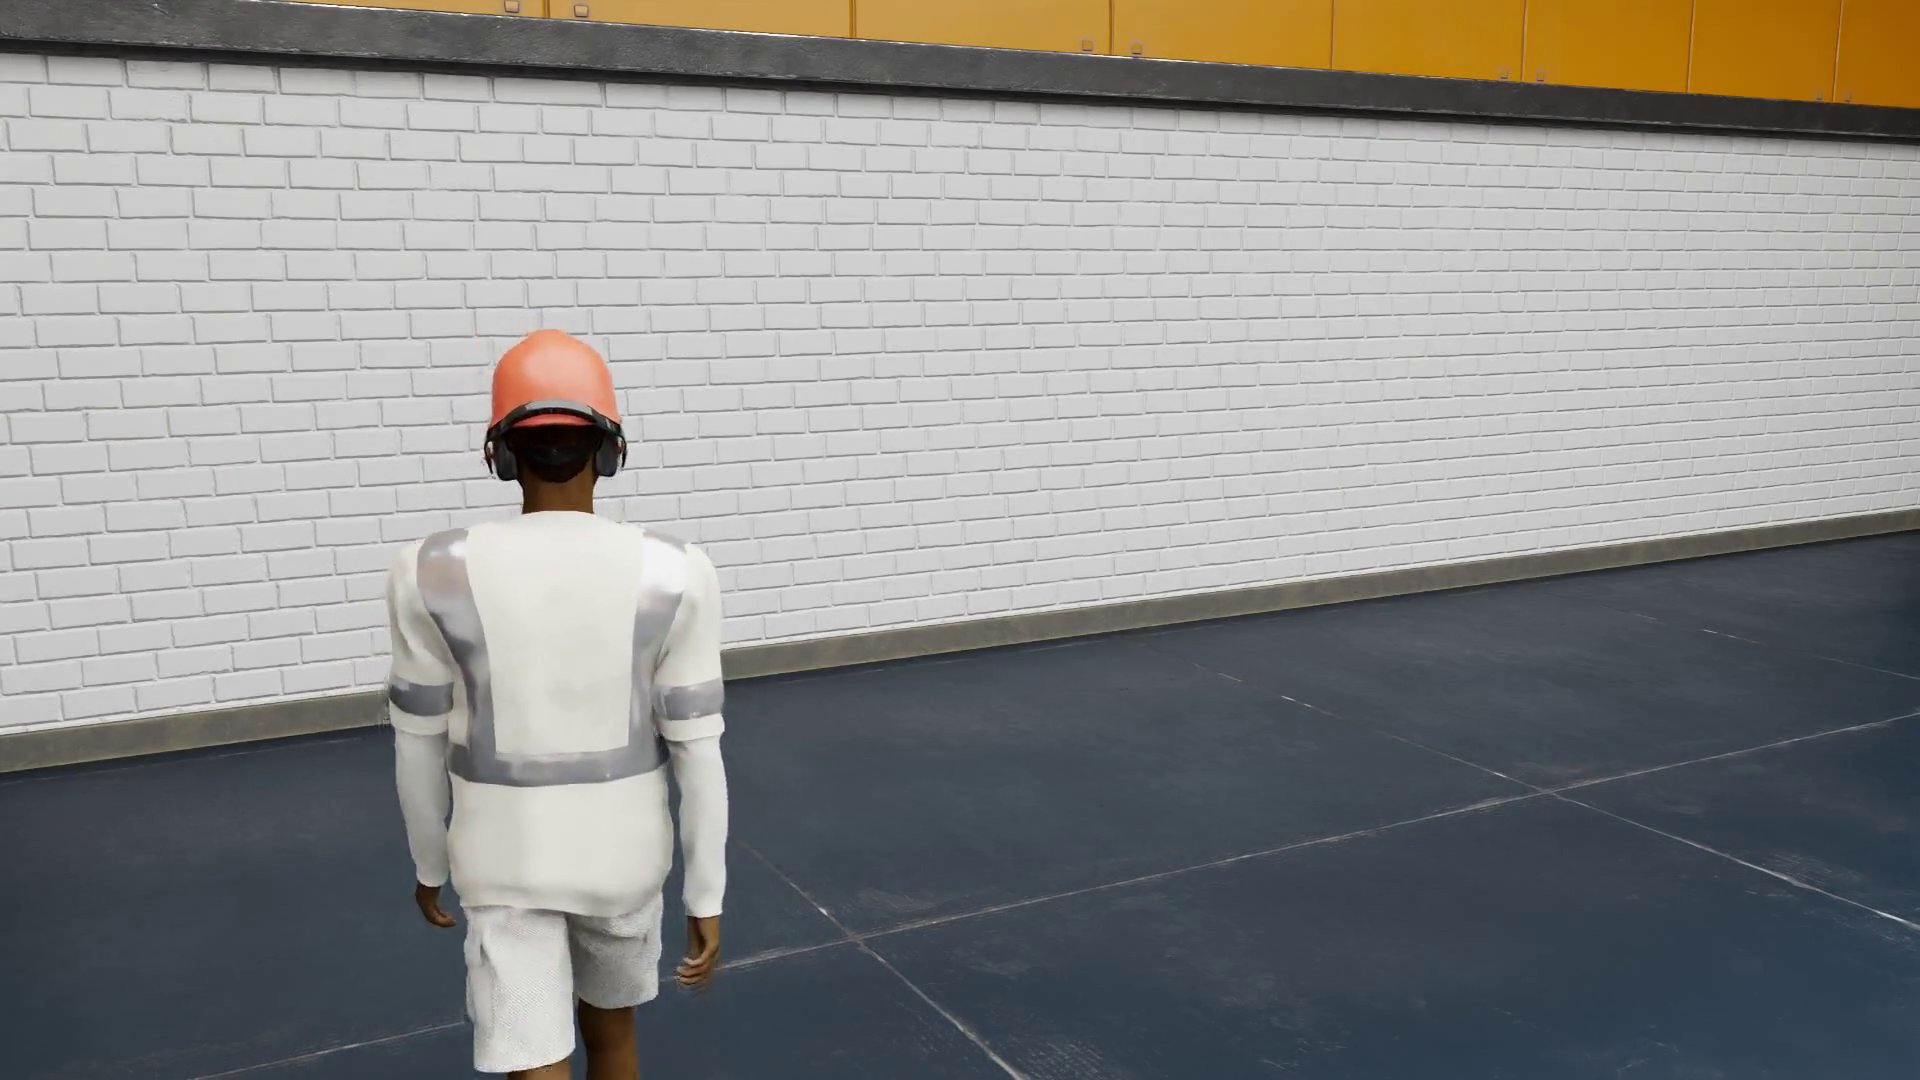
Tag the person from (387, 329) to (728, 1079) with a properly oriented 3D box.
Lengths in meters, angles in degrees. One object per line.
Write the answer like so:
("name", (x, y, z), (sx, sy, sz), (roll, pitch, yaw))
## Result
("person", (-0.745, 0.607, 3.145), (0.601, 1.994, 1.065), (-3, 10, -17))
